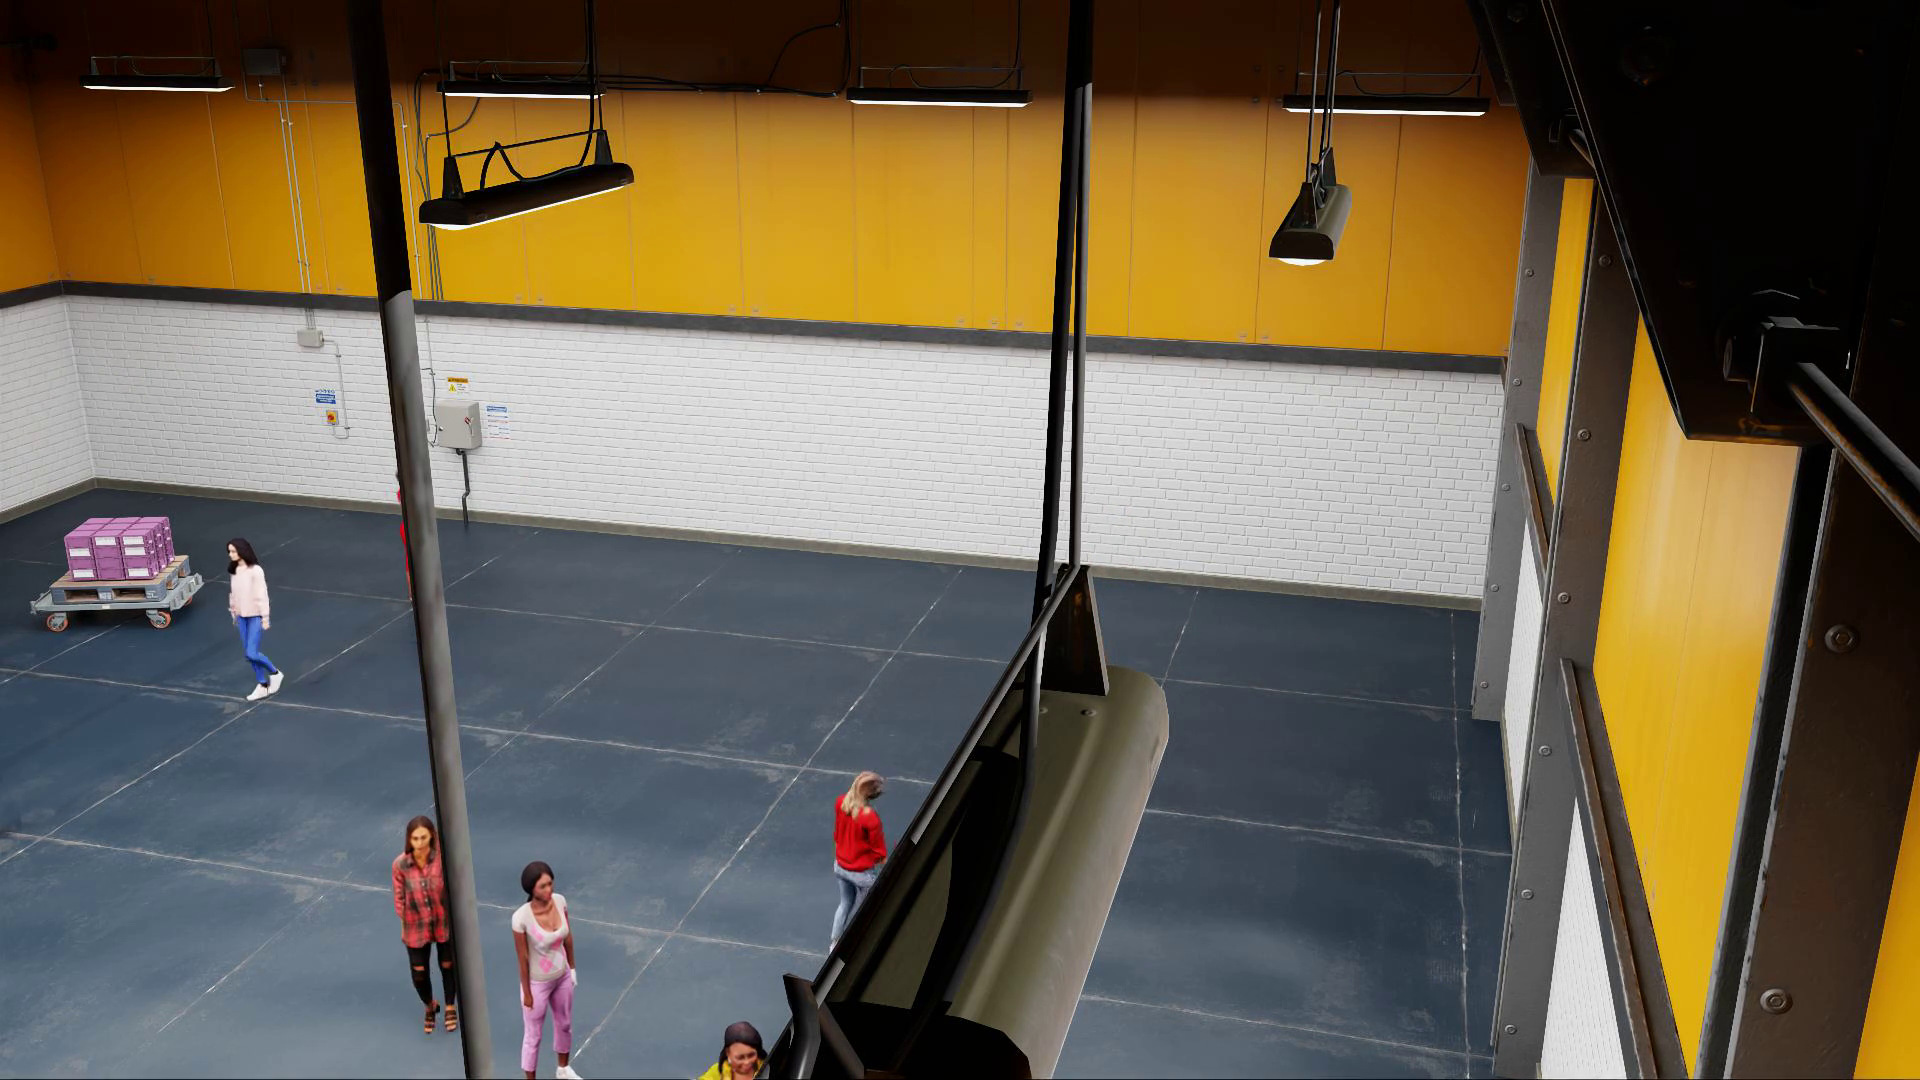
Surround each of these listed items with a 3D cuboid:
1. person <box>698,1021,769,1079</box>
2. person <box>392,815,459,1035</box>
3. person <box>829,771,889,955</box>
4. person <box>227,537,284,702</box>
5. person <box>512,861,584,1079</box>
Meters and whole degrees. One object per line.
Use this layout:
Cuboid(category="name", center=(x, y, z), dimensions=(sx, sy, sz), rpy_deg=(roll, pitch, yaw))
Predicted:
Cuboid(category="person", center=(-1.273, 3.432, 9.493), dimensions=(1.134, 1.624, 1.296), rpy_deg=(-6, 20, -17))
Cuboid(category="person", center=(-3.691, 2.663, 11.675), dimensions=(0.733, 1.689, 0.767), rpy_deg=(-5, 19, -14))
Cuboid(category="person", center=(-0.735, 2.465, 12.309), dimensions=(0.745, 1.660, 0.735), rpy_deg=(10, 21, 27))
Cuboid(category="person", center=(-7.210, 0.796, 17.115), dimensions=(0.745, 1.755, 0.758), rpy_deg=(11, 21, 29))
Cuboid(category="person", center=(-2.718, 2.891, 10.919), dimensions=(0.696, 1.738, 0.584), rpy_deg=(15, 24, 38))
